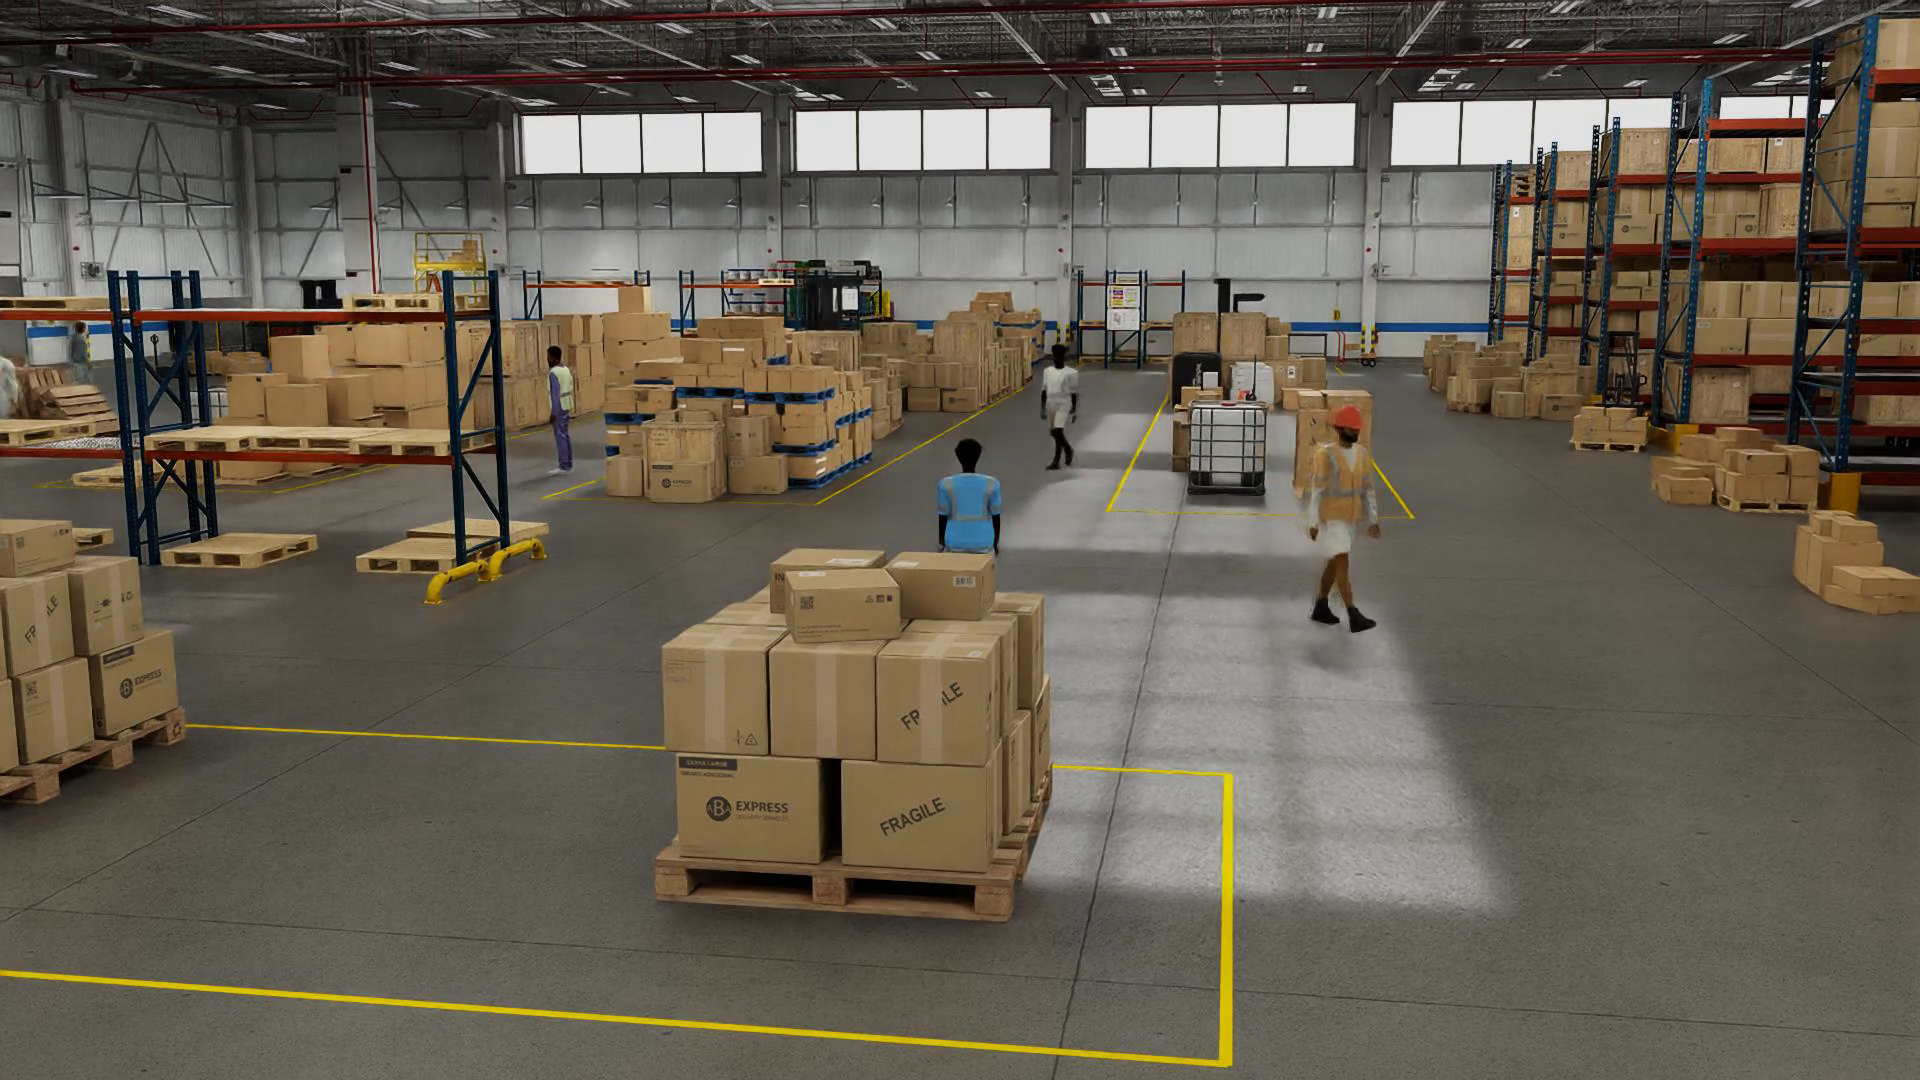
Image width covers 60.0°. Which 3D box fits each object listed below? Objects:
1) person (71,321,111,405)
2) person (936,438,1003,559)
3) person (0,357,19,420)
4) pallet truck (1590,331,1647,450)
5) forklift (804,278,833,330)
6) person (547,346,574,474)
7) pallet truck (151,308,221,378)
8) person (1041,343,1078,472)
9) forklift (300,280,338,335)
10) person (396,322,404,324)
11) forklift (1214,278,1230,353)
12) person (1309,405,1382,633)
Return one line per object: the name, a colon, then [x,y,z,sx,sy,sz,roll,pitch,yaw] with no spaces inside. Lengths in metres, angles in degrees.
person: [-19.535,-3.940,37.215,0.952,1.896,0.662,-6,11,-32]
person: [0.074,0.029,13.367,0.540,1.697,0.317,-1,9,-7]
person: [-15.708,-2.279,27.037,0.656,1.880,1.029,2,9,12]
pallet truck: [11.253,-2.573,28.499,0.823,1.965,1.885,5,10,27]
forklift: [-3.630,-5.346,42.886,1.873,2.768,1.129,-6,11,-35]
person: [-5.964,-1.934,24.805,0.374,1.915,0.596,1,9,4]
pallet truck: [-21.869,-5.598,47.154,0.823,1.965,1.885,4,10,26]
person: [1.555,-2.034,25.345,0.608,1.947,0.815,8,12,40]
forklift: [-13.784,-4.216,35.916,1.873,2.768,1.129,1,9,9]
person: [-15.267,-5.264,45.447,0.355,1.884,0.576,1,9,6]
forklift: [6.844,-5.427,43.385,1.873,2.768,1.129,1,9,9]
person: [3.285,-0.173,13.983,0.561,1.892,0.945,-5,10,-28]
